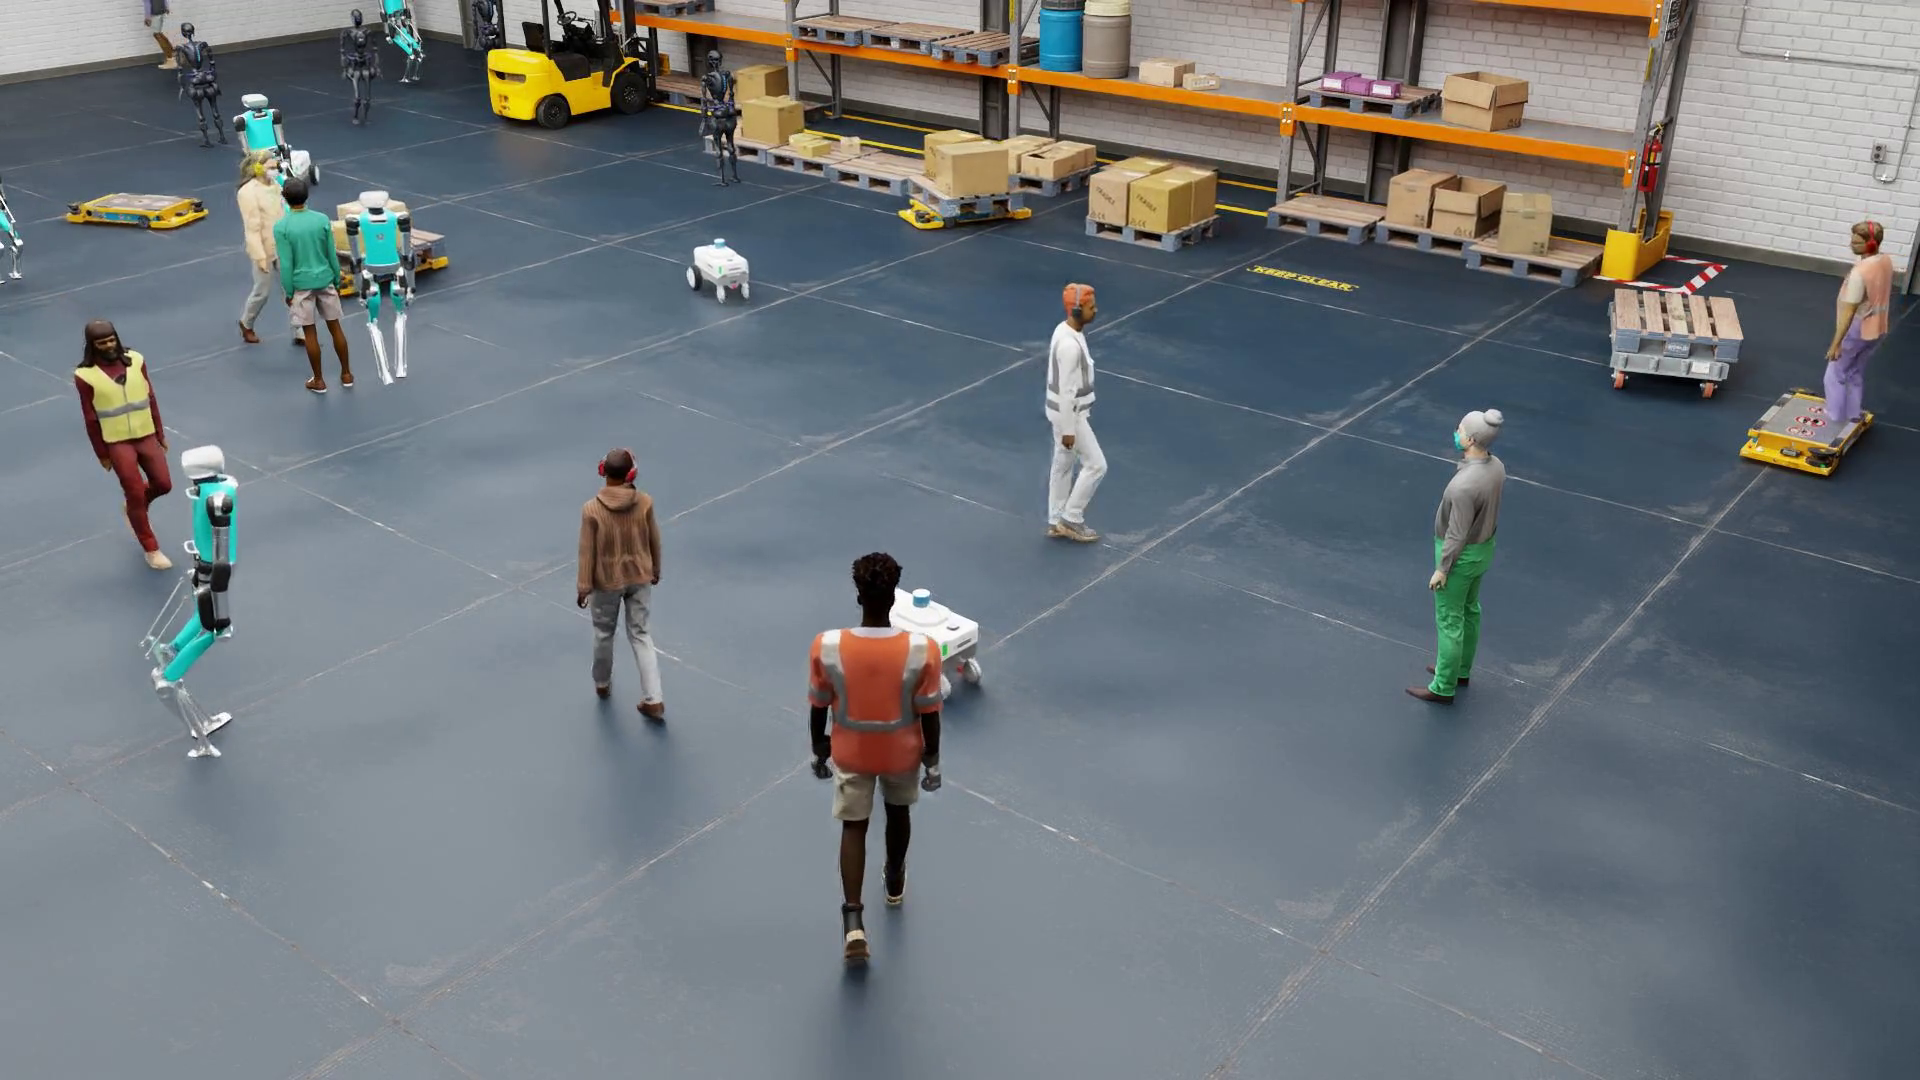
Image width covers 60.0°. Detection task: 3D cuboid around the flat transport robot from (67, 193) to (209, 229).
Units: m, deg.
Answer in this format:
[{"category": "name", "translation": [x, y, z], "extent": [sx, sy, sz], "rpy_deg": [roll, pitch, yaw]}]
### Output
[{"category": "flat transport robot", "translation": [-9.695, -3.878, 19.602], "extent": [1.431, 0.231, 0.659], "rpy_deg": [6, 26, 13]}]

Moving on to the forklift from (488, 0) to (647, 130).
[{"category": "forklift", "translation": [-5.874, -7.334, 24.552], "extent": [1.214, 2.155, 2.313], "rpy_deg": [19, 32, 34]}]

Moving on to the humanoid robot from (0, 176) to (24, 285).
[{"category": "humanoid robot", "translation": [-9.815, -3.403, 16.771], "extent": [0.735, 1.680, 0.533], "rpy_deg": [19, 32, 34]}]

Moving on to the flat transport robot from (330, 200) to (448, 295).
[{"category": "flat transport robot", "translation": [-6.170, -2.864, 17.502], "extent": [0.659, 0.231, 1.431], "rpy_deg": [16, 30, 30]}]

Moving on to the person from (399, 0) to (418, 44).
[{"category": "person", "translation": [-10.289, -10.005, 30.711], "extent": [0.306, 1.640, 0.513], "rpy_deg": [19, 32, 34]}]

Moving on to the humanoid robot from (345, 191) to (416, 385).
[{"category": "humanoid robot", "translation": [-5.013, -2.226, 14.493], "extent": [0.538, 1.751, 0.762], "rpy_deg": [-10, 27, -19]}]

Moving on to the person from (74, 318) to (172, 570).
[{"category": "person", "translation": [-5.657, -0.677, 11.266], "extent": [0.591, 1.751, 0.477], "rpy_deg": [19, 32, 34]}]

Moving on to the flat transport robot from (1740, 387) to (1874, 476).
[{"category": "flat transport robot", "translation": [6.841, -0.882, 13.396], "extent": [0.659, 0.231, 1.431], "rpy_deg": [19, 32, 34]}]

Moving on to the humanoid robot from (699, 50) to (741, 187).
[{"category": "humanoid robot", "translation": [-3.029, -5.314, 20.941], "extent": [0.315, 1.657, 0.599], "rpy_deg": [19, 32, 34]}]

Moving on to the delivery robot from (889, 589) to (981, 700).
[{"category": "delivery robot", "translation": [-0.248, 0.584, 10.051], "extent": [0.809, 0.611, 0.499], "rpy_deg": [22, 33, 38]}]

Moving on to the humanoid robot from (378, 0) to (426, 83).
[{"category": "humanoid robot", "translation": [-8.909, -8.196, 26.697], "extent": [0.735, 1.681, 0.533], "rpy_deg": [19, 32, 34]}]

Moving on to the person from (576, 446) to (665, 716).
[{"category": "person", "translation": [-1.936, 0.247, 9.516], "extent": [0.525, 1.602, 0.692], "rpy_deg": [-12, 28, -24]}]

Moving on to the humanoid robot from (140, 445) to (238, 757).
[{"category": "humanoid robot", "translation": [-4.241, 0.379, 9.096], "extent": [0.779, 1.766, 0.545], "rpy_deg": [-14, 29, -26]}]

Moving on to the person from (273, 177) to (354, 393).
[{"category": "person", "translation": [-5.544, -2.173, 14.255], "extent": [0.504, 1.848, 0.377], "rpy_deg": [-18, 31, -33]}]

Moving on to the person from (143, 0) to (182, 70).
[{"category": "person", "translation": [-13.657, -8.968, 28.183], "extent": [0.392, 1.972, 0.714], "rpy_deg": [-4, 26, -9]}]

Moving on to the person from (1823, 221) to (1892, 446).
[{"category": "person", "translation": [7.082, -1.619, 13.147], "extent": [0.578, 1.816, 0.393], "rpy_deg": [-23, 34, -39]}]

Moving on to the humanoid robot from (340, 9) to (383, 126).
[{"category": "humanoid robot", "translation": [-8.722, -6.863, 24.176], "extent": [0.603, 1.643, 0.373], "rpy_deg": [-19, 32, -34]}]

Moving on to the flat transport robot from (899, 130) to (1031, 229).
[{"category": "flat transport robot", "translation": [0.065, -3.900, 19.647], "extent": [1.431, 0.231, 0.659], "rpy_deg": [-10, 28, -20]}]

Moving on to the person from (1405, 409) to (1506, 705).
[{"category": "person", "translation": [2.888, 0.081, 9.600], "extent": [0.340, 1.839, 0.510], "rpy_deg": [19, 32, 34]}]

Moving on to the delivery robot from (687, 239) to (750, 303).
[{"category": "delivery robot", "translation": [-2.433, -2.768, 16.966], "extent": [0.499, 0.587, 0.766], "rpy_deg": [-14, 29, -27]}]

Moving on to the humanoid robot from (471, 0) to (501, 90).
[{"category": "humanoid robot", "translation": [-7.558, -8.091, 26.692], "extent": [0.315, 1.657, 0.599], "rpy_deg": [19, 32, 34]}]

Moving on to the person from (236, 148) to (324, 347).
[{"category": "person", "translation": [-6.405, -2.677, 15.316], "extent": [0.861, 1.846, 0.565], "rpy_deg": [10, 28, 20]}]

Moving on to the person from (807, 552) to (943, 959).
[{"category": "person", "translation": [-0.386, 0.987, 7.608], "extent": [0.615, 1.943, 0.836], "rpy_deg": [0, 26, 0]}]

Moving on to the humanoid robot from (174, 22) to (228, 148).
[{"category": "humanoid robot", "translation": [-10.489, -6.277, 22.933], "extent": [0.315, 1.659, 0.599], "rpy_deg": [19, 32, 34]}]

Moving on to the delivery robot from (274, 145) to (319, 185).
[{"category": "delivery robot", "translation": [-8.389, -4.651, 20.894], "extent": [0.499, 0.612, 0.813], "rpy_deg": [-4, 26, -8]}]

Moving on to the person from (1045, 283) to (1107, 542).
[{"category": "person", "translation": [0.844, -0.863, 11.513], "extent": [0.507, 1.870, 0.602], "rpy_deg": [0, 26, 0]}]

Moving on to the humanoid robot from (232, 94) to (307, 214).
[{"category": "humanoid robot", "translation": [-7.261, -3.875, 17.762], "extent": [0.749, 1.669, 0.531], "rpy_deg": [19, 32, 34]}]
